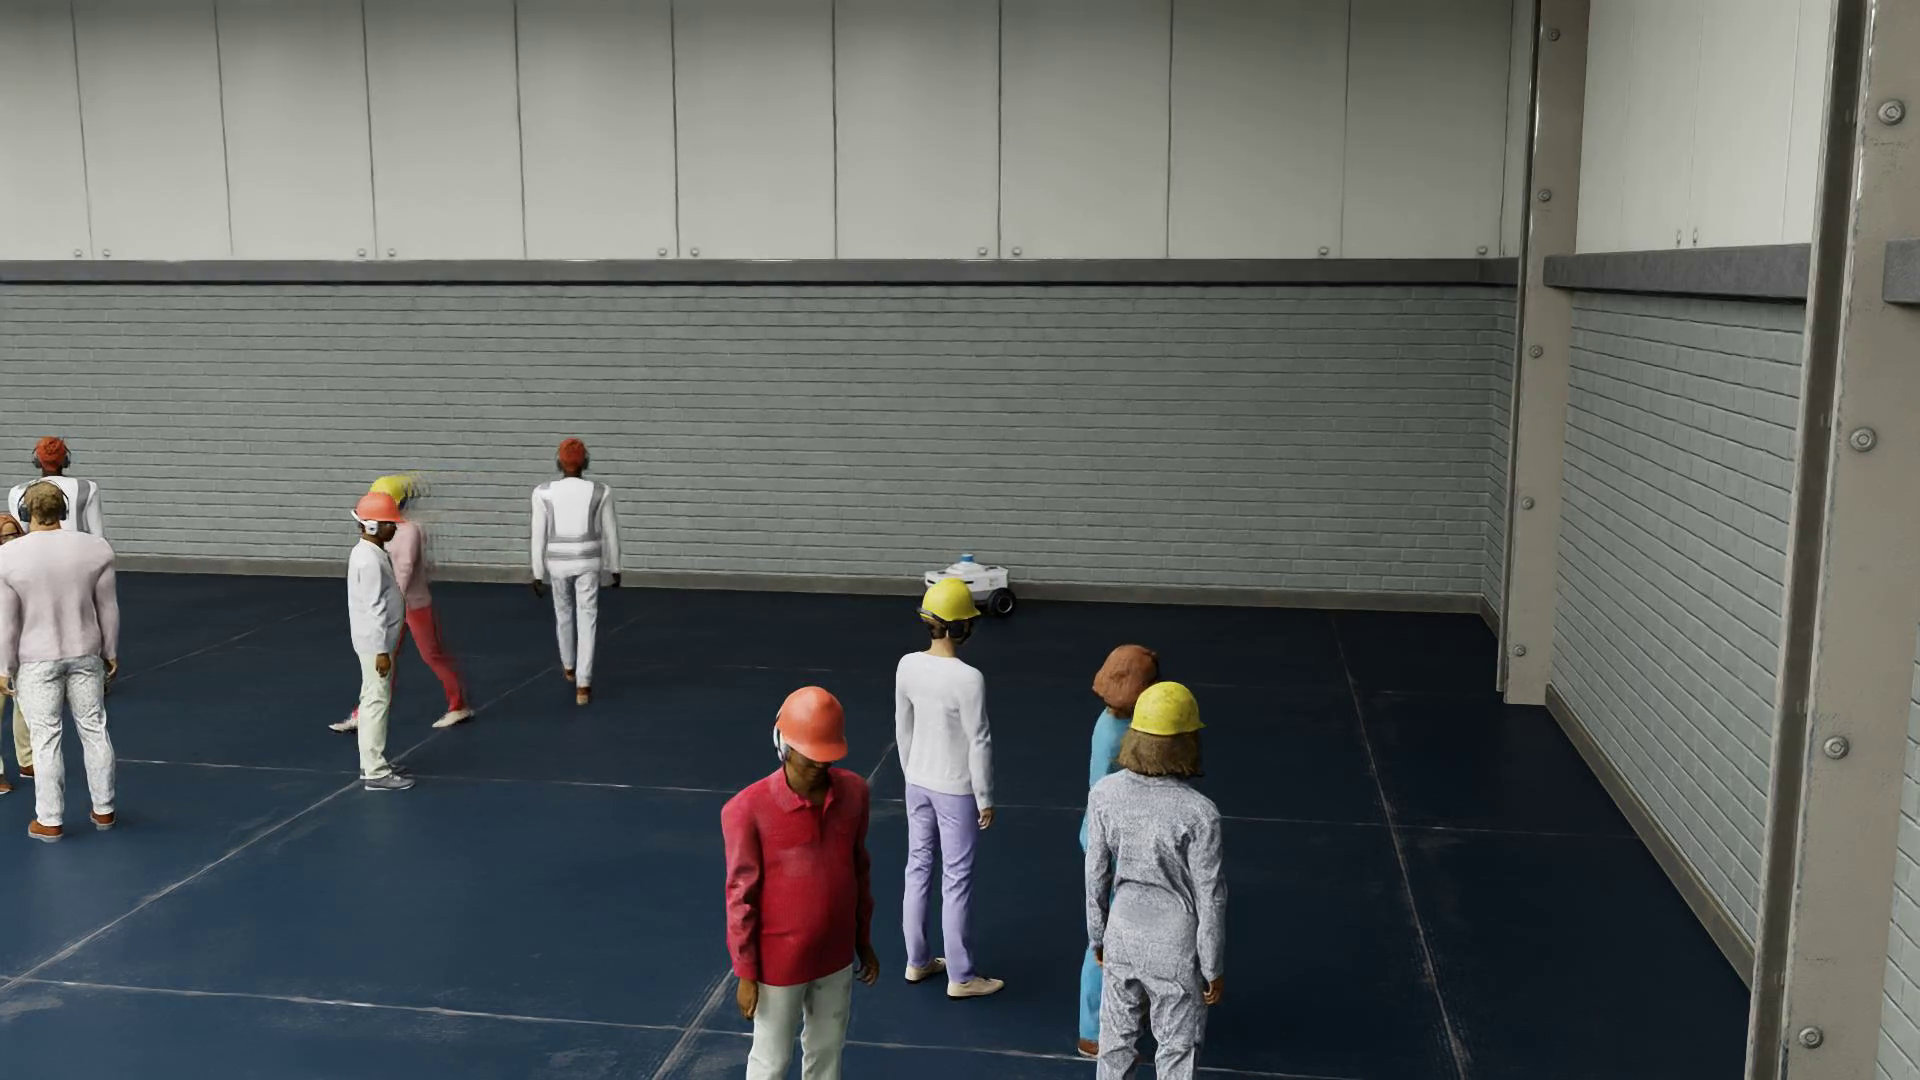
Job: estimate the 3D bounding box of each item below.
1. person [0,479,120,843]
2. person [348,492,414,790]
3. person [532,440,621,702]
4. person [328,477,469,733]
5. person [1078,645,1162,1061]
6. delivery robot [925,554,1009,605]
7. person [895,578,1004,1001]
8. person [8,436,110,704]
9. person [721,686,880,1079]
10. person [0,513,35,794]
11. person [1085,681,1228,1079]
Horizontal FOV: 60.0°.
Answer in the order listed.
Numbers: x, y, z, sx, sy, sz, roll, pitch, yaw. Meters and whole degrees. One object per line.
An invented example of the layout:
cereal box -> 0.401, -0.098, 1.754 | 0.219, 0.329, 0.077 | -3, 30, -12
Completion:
person -> -4.812, 0.639, 8.872 | 0.632, 1.940, 0.372 | -9, 13, -44
person -> -3.403, 0.583, 9.787 | 0.344, 1.747, 0.572 | -4, 10, -23
person -> -2.749, 0.194, 11.961 | 0.606, 1.828, 1.002 | -1, 9, -8
person -> -3.651, 0.431, 10.863 | 0.875, 1.708, 0.521 | -9, 13, -44
person -> 0.617, 1.193, 6.429 | 0.300, 1.622, 0.523 | 3, 10, 15
delivery robot -> 0.060, 0.368, 14.510 | 0.707, 0.478, 0.477 | -5, 11, -29
person -> -0.052, 1.032, 6.971 | 0.315, 1.770, 0.524 | -9, 13, -43
person -> -6.291, 0.217, 11.645 | 0.575, 1.882, 0.359 | -5, 11, -30
person -> -0.482, 1.313, 5.311 | 0.563, 1.742, 0.339 | -8, 12, -41
person -> -5.567, 0.648, 9.752 | 0.268, 1.632, 0.507 | 4, 10, 23
person -> 0.639, 1.308, 5.347 | 0.494, 1.741, 0.308 | 7, 12, 37
